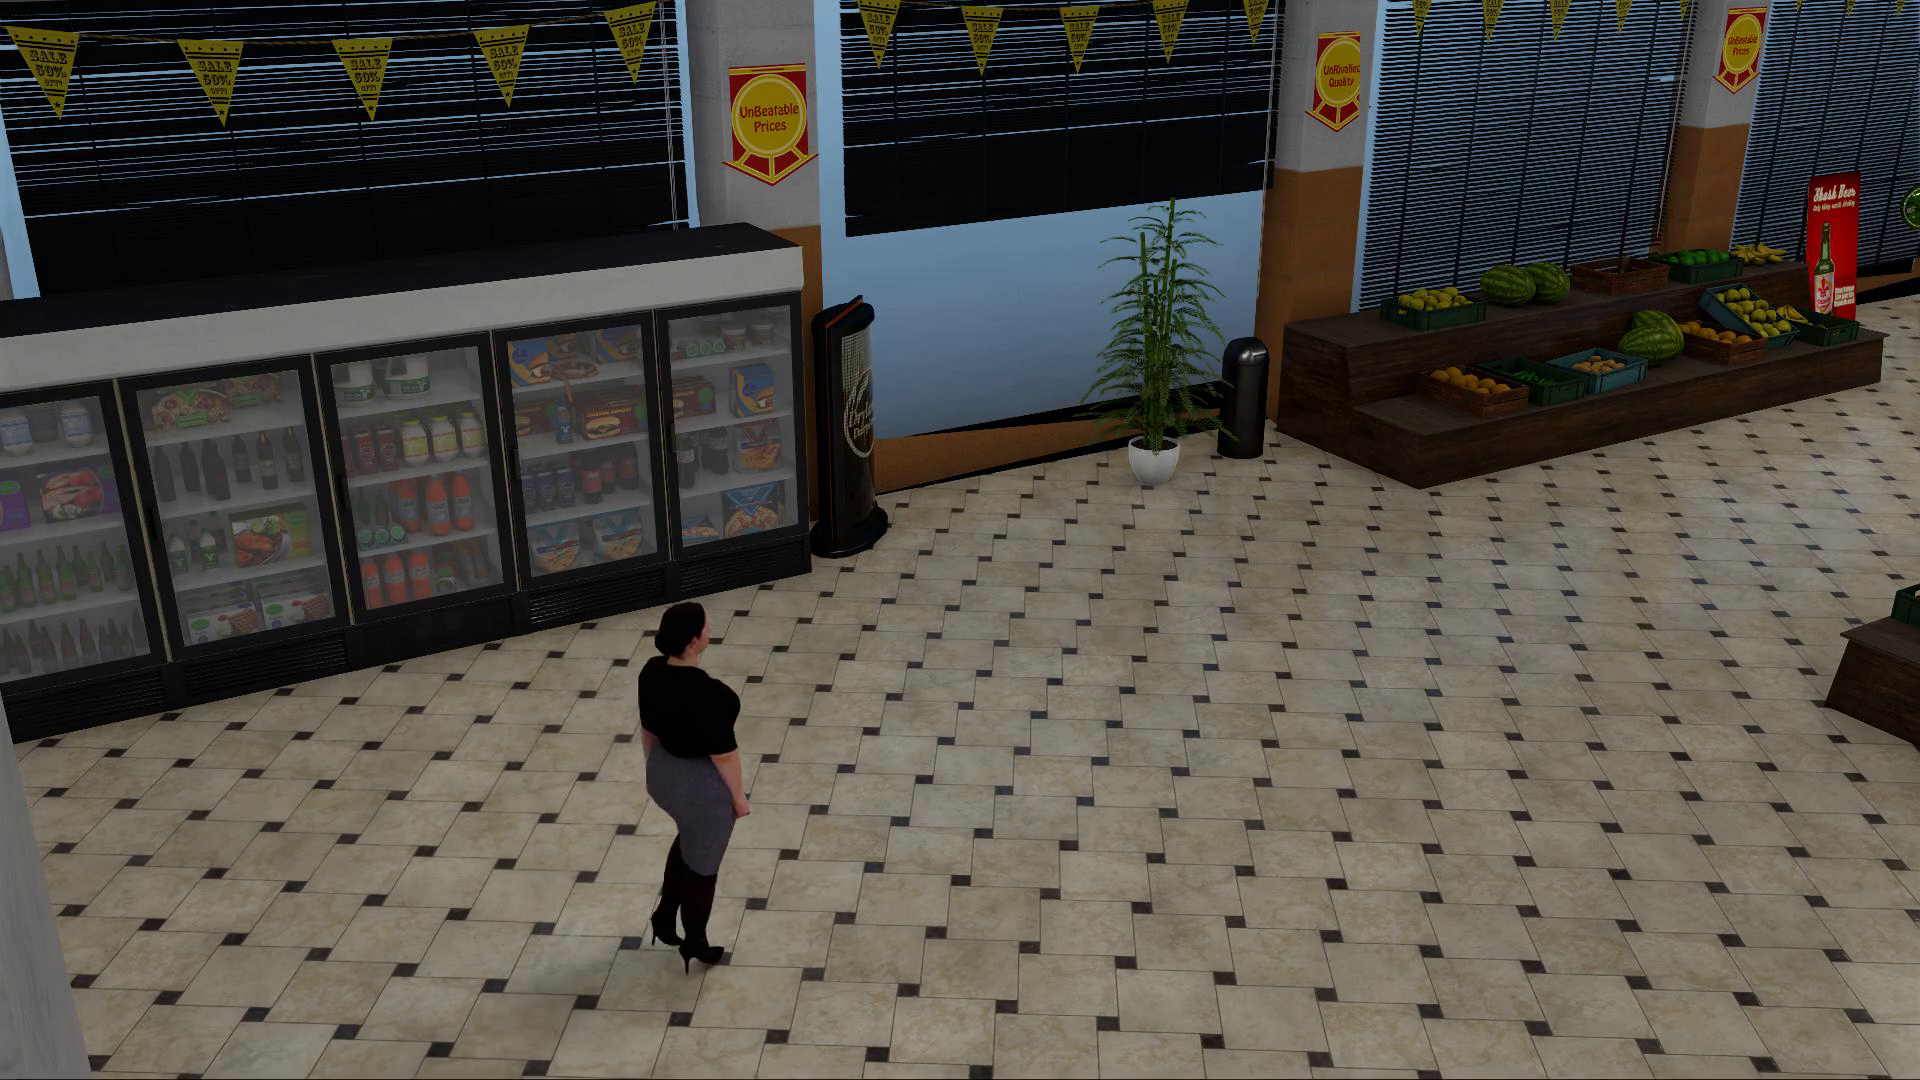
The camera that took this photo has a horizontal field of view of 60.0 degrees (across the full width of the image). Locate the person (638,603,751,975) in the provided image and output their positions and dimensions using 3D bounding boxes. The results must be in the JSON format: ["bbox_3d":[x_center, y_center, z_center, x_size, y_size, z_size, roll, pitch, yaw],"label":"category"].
[{"bbox_3d":[-1.213,1.106,7.092,0.735,1.746,0.722,-19,29,-39],"label":"person"}]
